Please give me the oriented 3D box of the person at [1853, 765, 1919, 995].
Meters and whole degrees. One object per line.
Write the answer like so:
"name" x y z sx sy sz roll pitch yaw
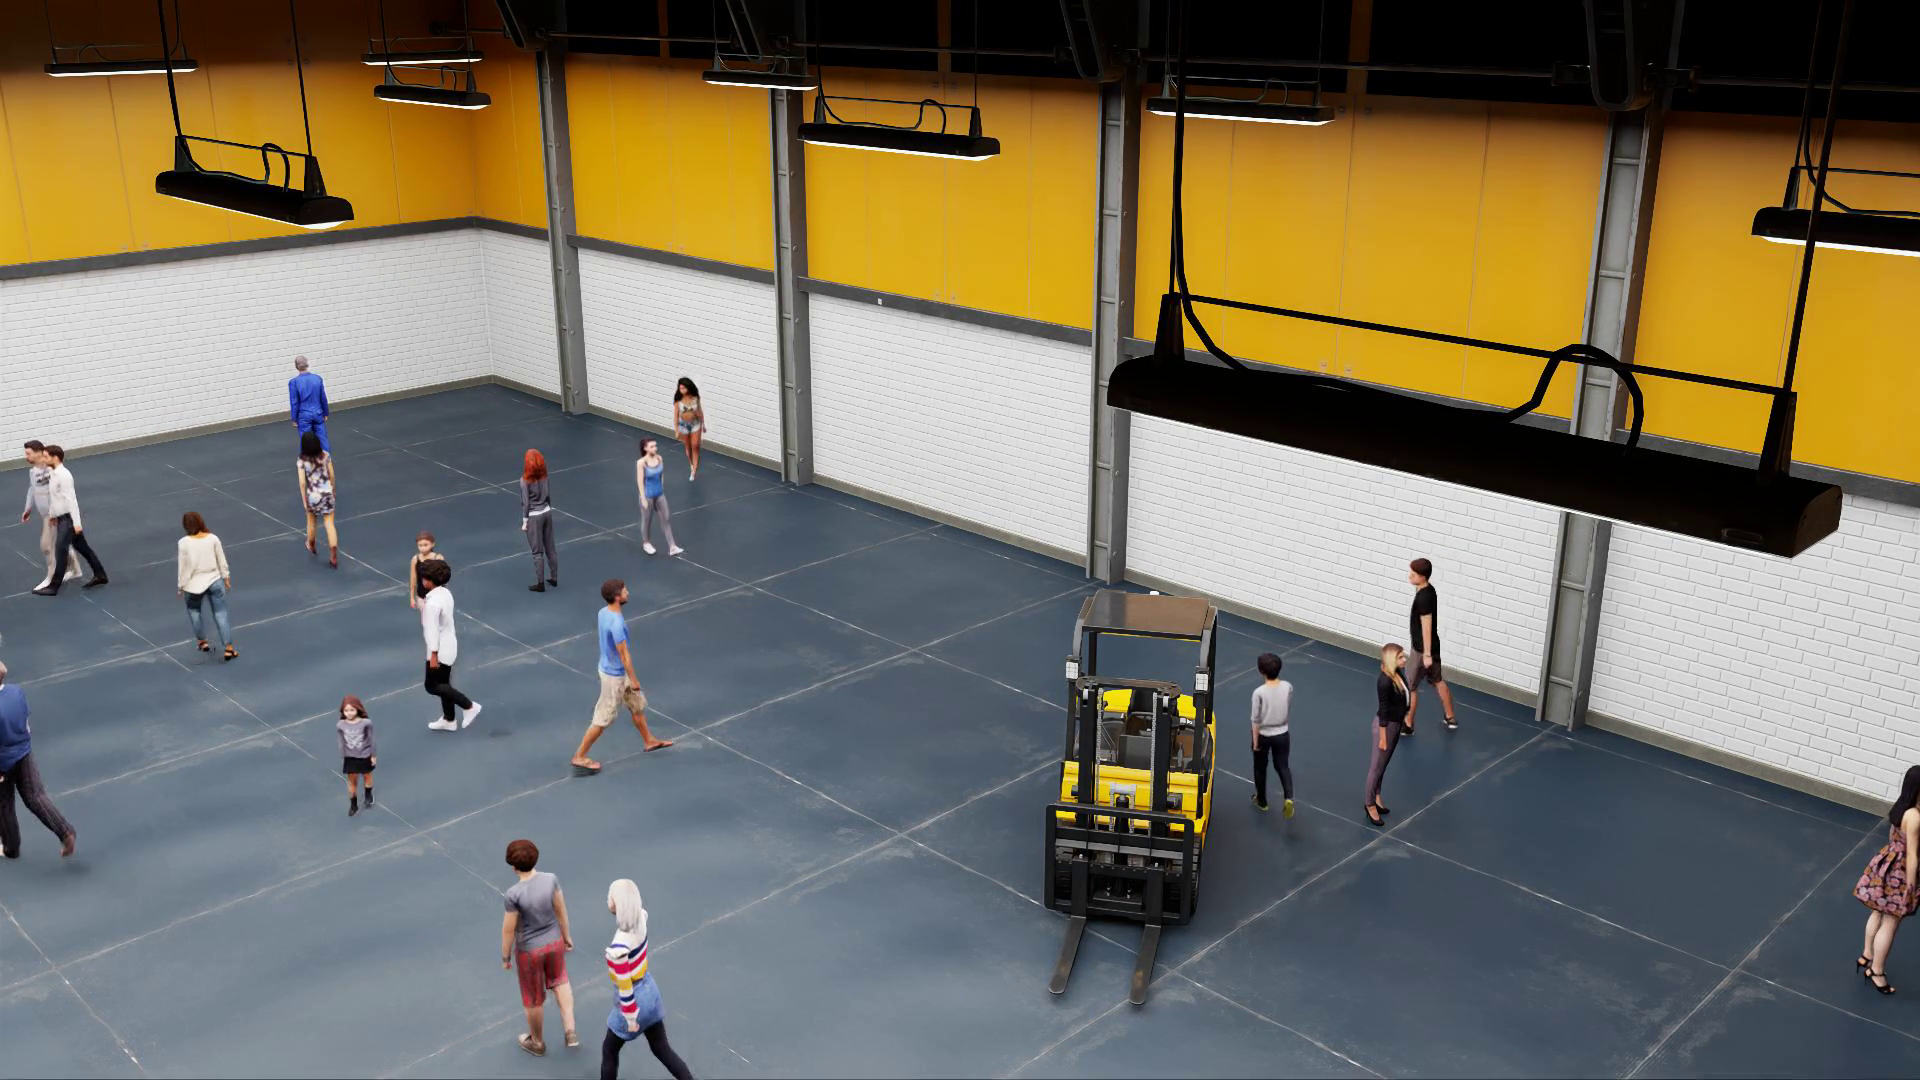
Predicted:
"person" 6.856 2.459 12.142 0.833 1.774 0.794 5 19 14

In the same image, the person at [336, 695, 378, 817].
"person" -5.384 1.887 14.918 0.658 1.087 0.763 -4 19 -13

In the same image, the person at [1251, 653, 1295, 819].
"person" 2.767 1.751 14.628 0.828 1.530 0.967 -4 19 -12

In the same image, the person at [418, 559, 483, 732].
"person" -5.008 1.051 16.285 0.940 1.800 0.883 0 19 -1

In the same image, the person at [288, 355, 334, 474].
"person" -9.710 -1.845 24.843 0.730 1.825 0.534 -17 25 -41

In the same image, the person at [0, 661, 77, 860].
"person" -7.819 1.854 13.828 1.149 1.845 0.895 8 20 23

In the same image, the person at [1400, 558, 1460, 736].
"person" 4.596 1.058 16.225 1.109 1.825 1.006 7 20 21

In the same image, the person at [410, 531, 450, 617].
"person" -5.693 0.635 17.952 0.940 1.523 1.061 -2 19 -6

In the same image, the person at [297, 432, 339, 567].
"person" -8.063 -0.487 21.029 0.759 1.686 1.132 -12 22 -31

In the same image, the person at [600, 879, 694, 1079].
"person" -1.976 2.977 10.622 1.267 1.763 1.042 5 19 15

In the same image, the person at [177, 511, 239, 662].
"person" -8.220 0.526 18.079 0.788 1.648 0.881 -8 20 -24

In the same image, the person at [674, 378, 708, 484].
"person" -3.976 -1.636 24.642 0.997 1.557 1.120 -4 19 -11

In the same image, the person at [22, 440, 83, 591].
"person" -11.056 -0.358 20.419 0.736 1.831 0.784 -18 25 -42

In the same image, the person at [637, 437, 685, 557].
"person" -4.005 -0.562 21.413 0.934 1.584 0.577 18 25 42

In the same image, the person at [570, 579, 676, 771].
"person" -3.315 1.289 15.542 1.008 1.822 1.280 -9 20 -24

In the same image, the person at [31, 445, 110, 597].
"person" -10.682 -0.249 20.094 0.819 1.832 1.064 -14 23 -36

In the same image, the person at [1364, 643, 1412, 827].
"person" 3.736 1.681 14.615 0.641 1.670 0.665 9 21 26

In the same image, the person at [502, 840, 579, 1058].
"person" -2.838 2.806 11.317 0.683 1.644 0.740 -14 23 -36

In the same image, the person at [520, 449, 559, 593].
"person" -5.113 -0.247 20.171 0.537 1.779 0.608 13 23 34
